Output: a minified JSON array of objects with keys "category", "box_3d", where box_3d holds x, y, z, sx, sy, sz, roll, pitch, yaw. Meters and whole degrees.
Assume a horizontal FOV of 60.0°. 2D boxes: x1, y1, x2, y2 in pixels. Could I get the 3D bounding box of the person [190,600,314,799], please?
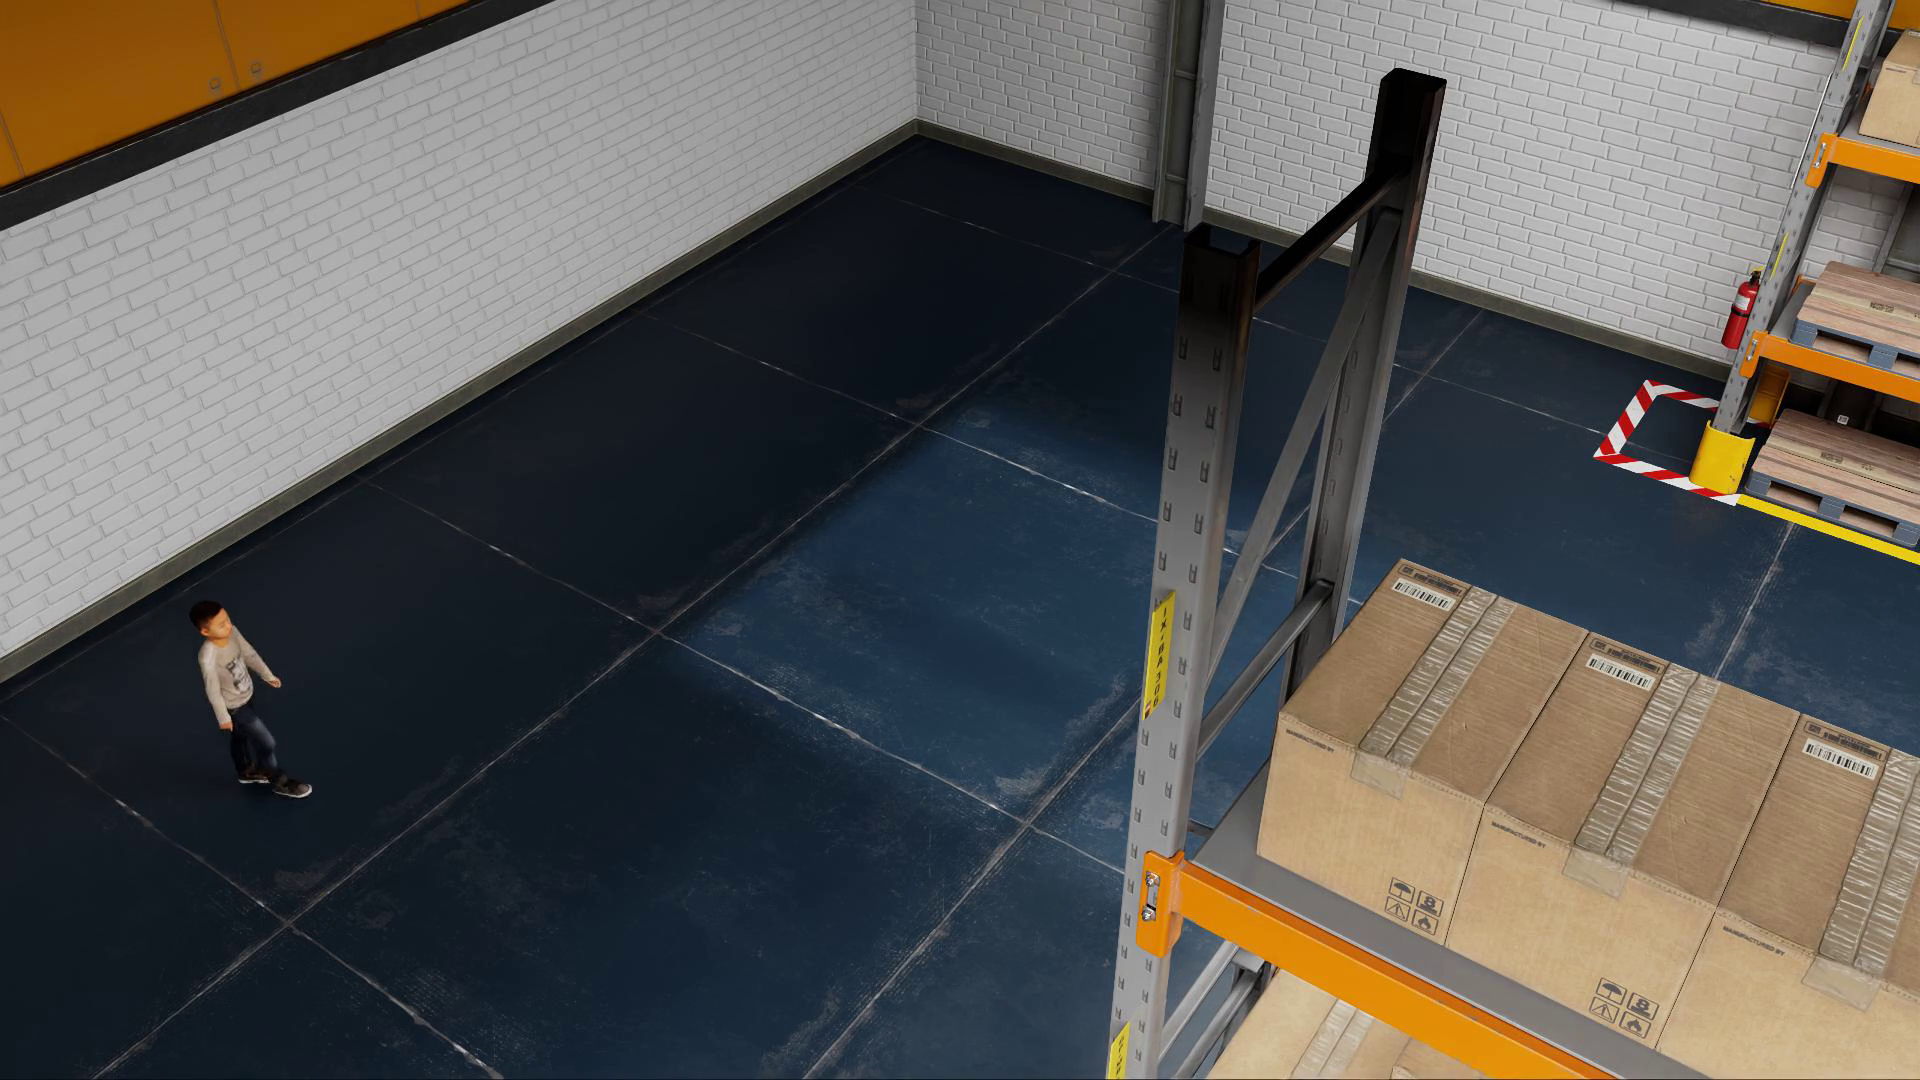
[{"category":"person","box_3d":[-4.304,0.929,9.710,0.822,1.450,0.750,-3,39,-4]}]
